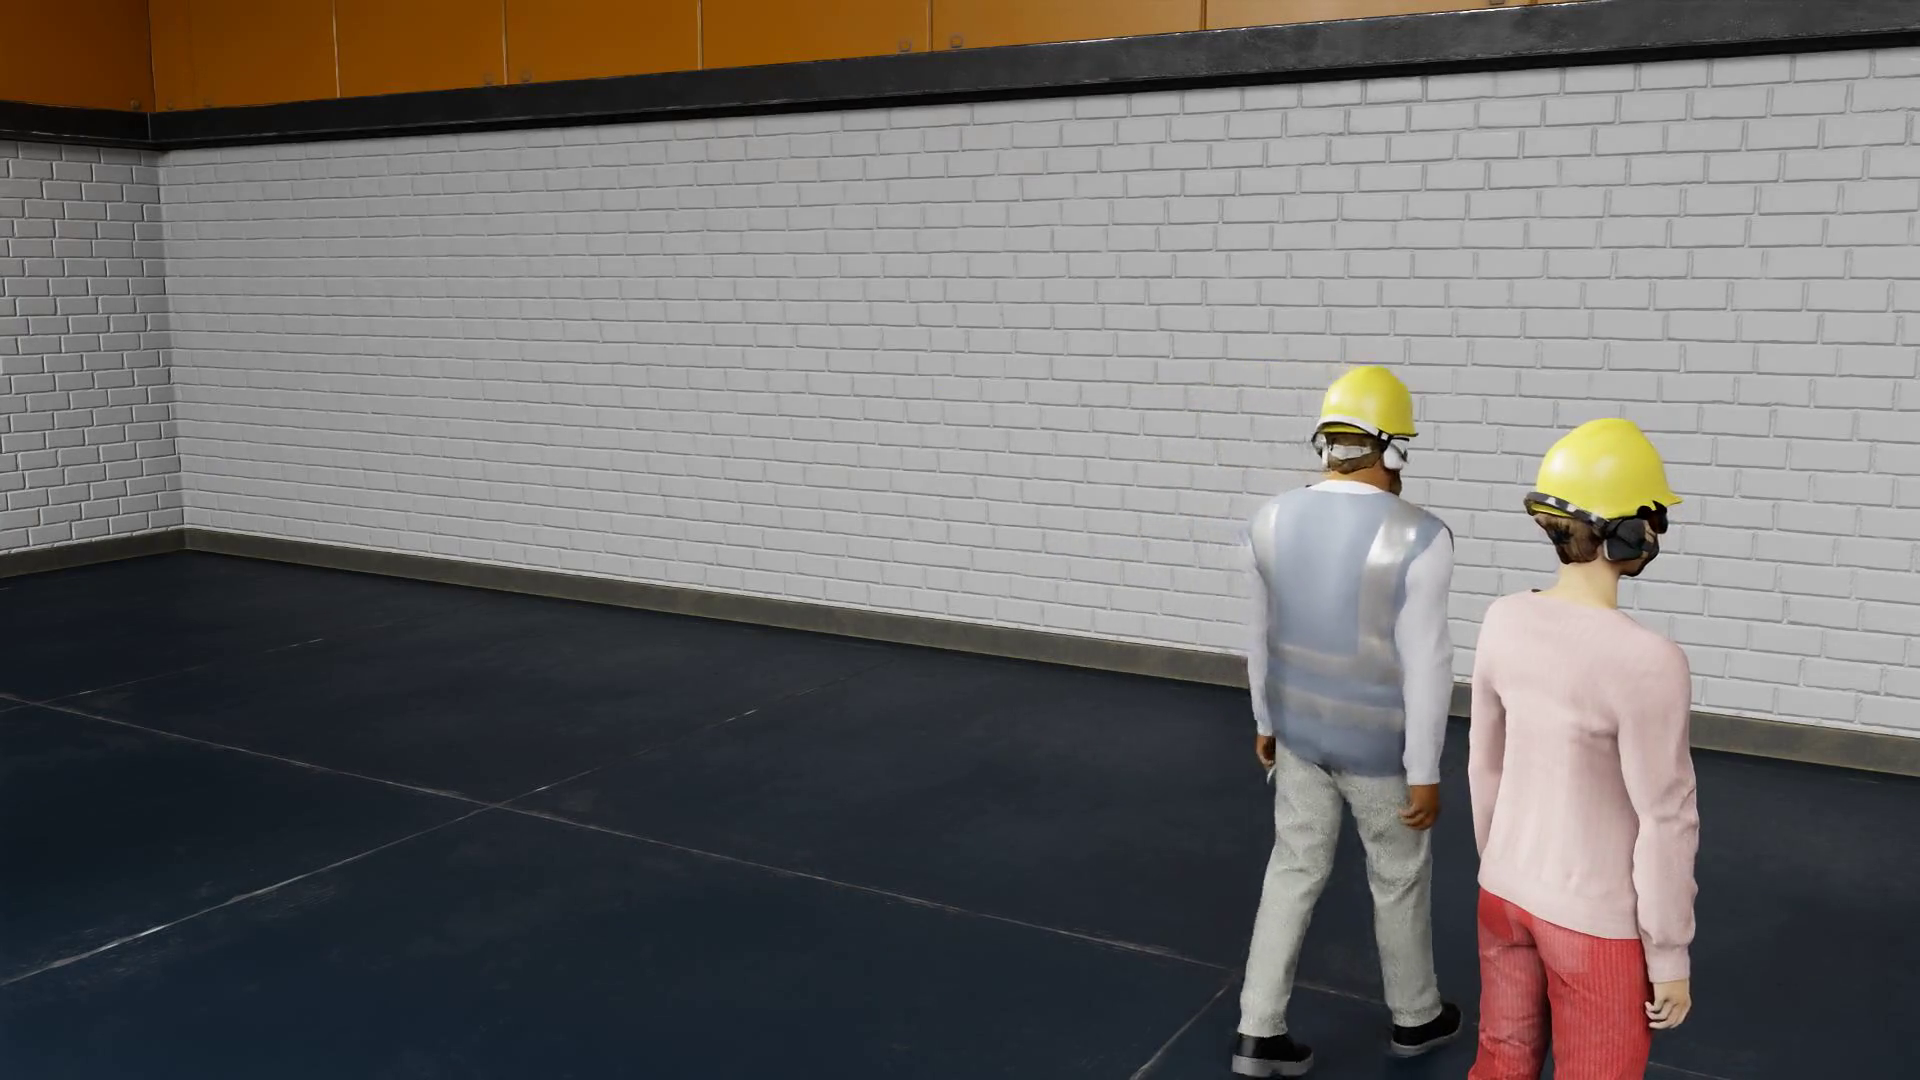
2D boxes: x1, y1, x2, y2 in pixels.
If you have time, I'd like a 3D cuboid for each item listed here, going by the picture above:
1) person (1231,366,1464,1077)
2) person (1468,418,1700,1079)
[{"bbox_3d":[0.980,0.464,4.169,0.694,1.813,0.607,-8,12,-42],"label":"person"},{"bbox_3d":[1.121,0.665,3.016,0.309,1.772,0.525,-3,10,-21],"label":"person"}]
